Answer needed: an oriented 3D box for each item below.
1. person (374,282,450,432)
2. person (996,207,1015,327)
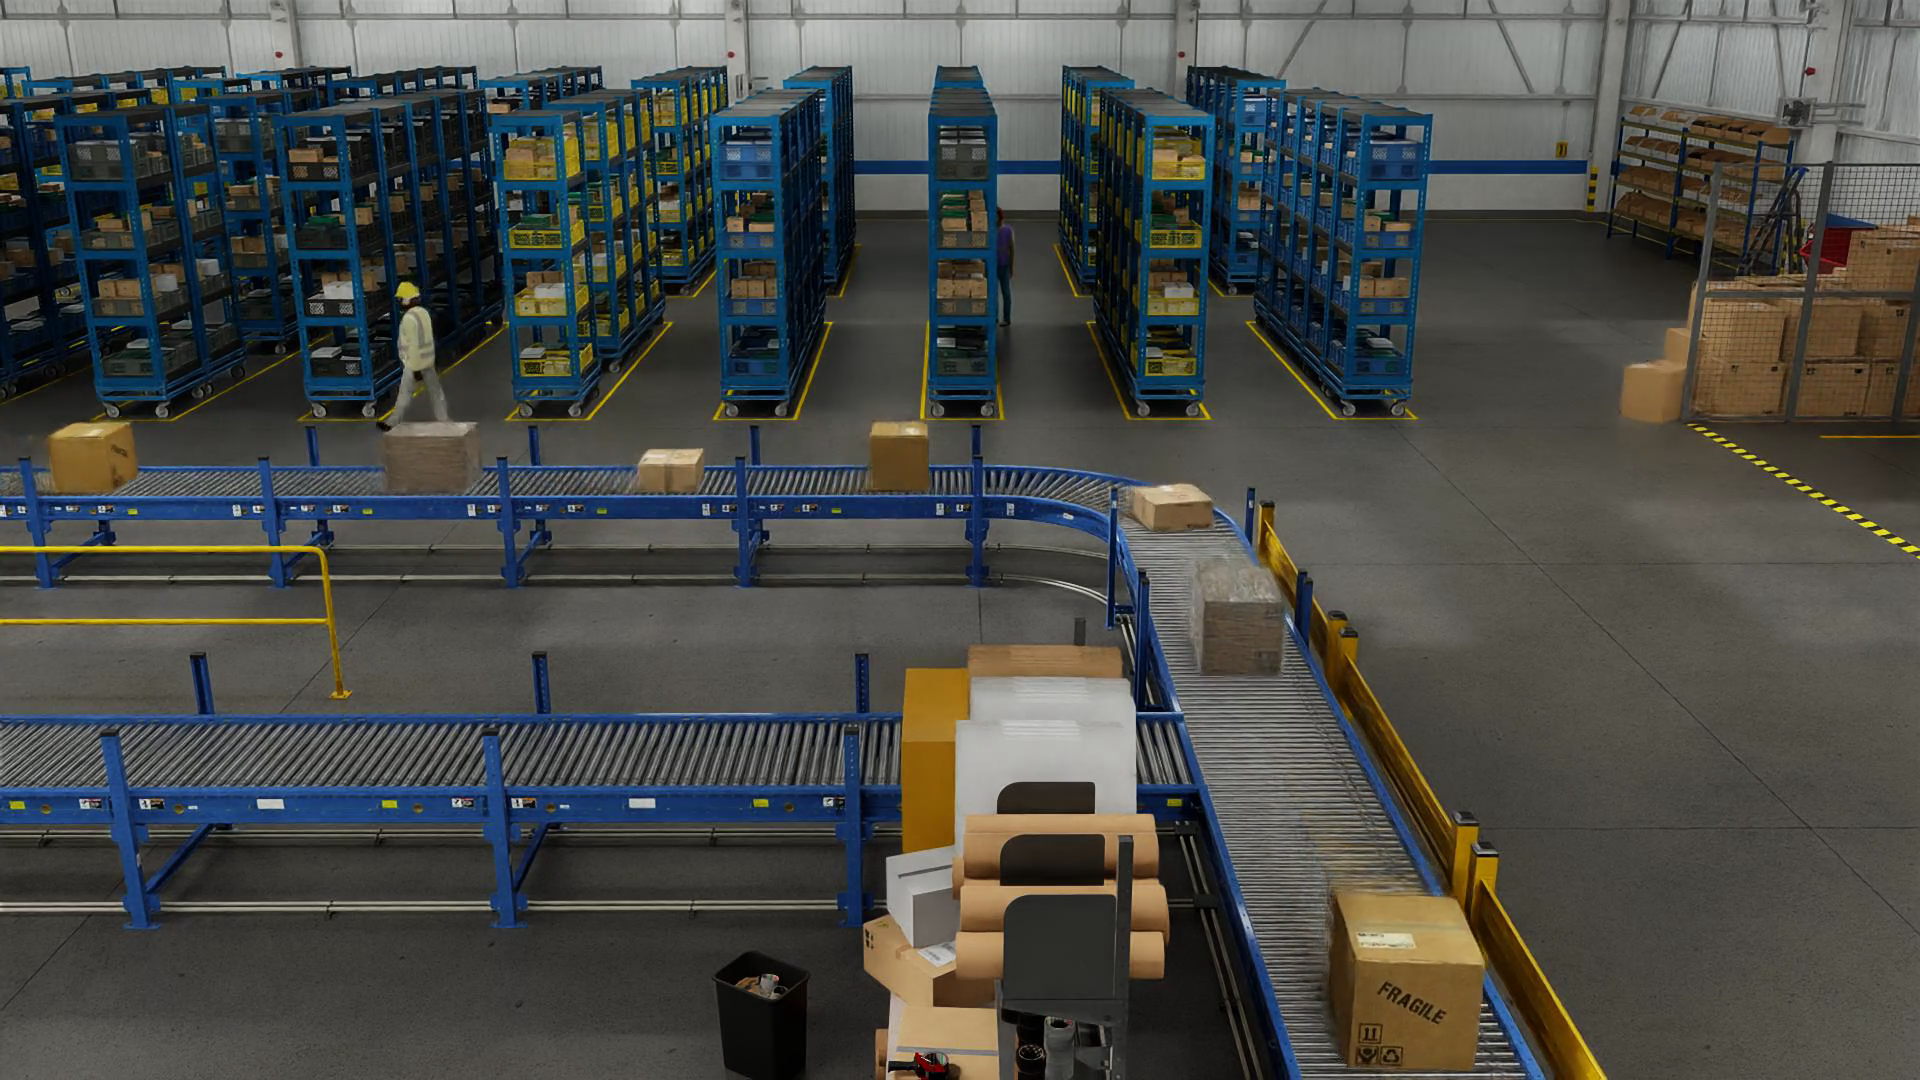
[{"bbox_3d":[-6.321,-2.065,19.104,0.923,1.782,0.612,2,18,6],"label":"person"},{"bbox_3d":[0.598,-4.240,25.739,0.573,1.831,0.398,11,21,31],"label":"person"}]
